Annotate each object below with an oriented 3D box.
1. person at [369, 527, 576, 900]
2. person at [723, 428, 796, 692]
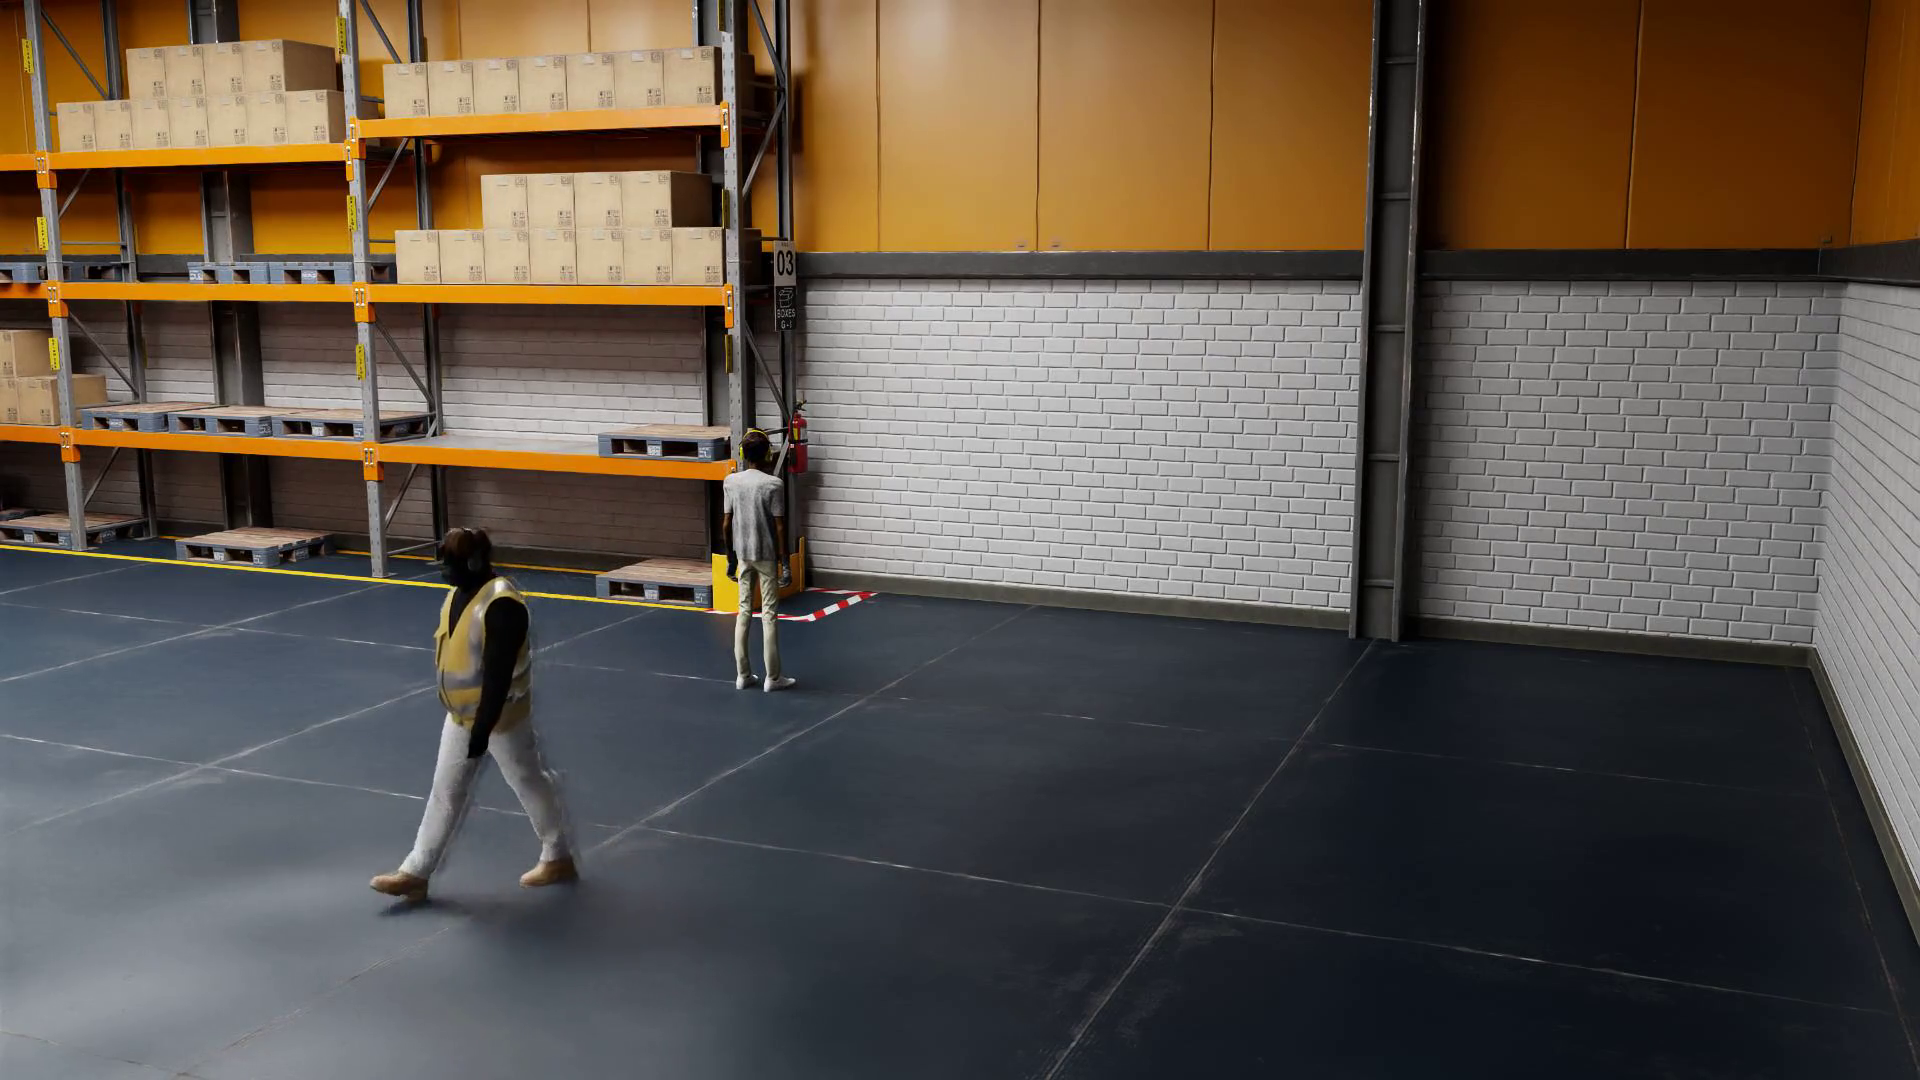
[{"bbox_3d":[-2.290,0.830,7.883,0.976,1.788,0.642,-9,13,-43],"label":"person"},{"bbox_3d":[-1.426,0.140,11.793,0.531,1.875,0.316,4,10,22],"label":"person"}]
